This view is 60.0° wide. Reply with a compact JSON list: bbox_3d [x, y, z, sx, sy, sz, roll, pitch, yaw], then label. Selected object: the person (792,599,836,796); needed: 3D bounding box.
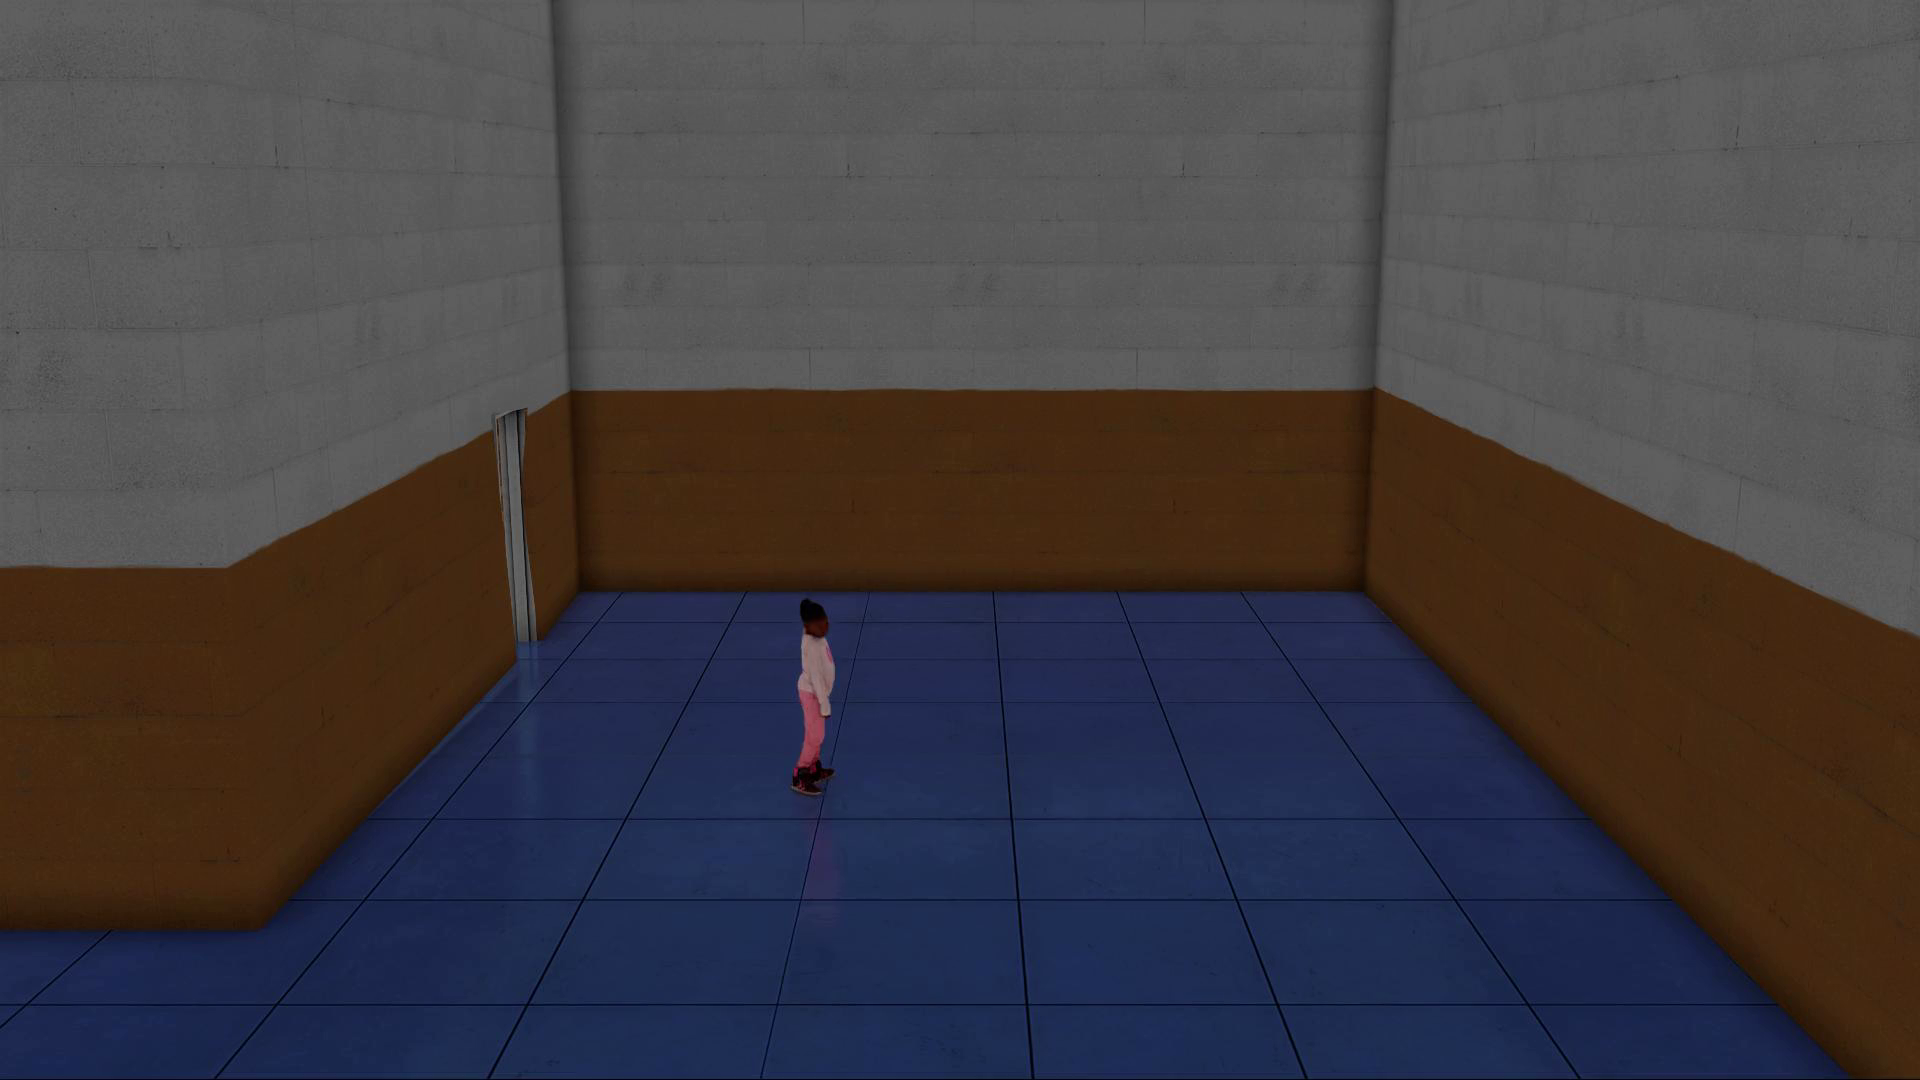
[{"bbox_3d":[-1.047,1.083,11.978,0.596,1.429,0.672,-5,13,-23],"label":"person"}]
